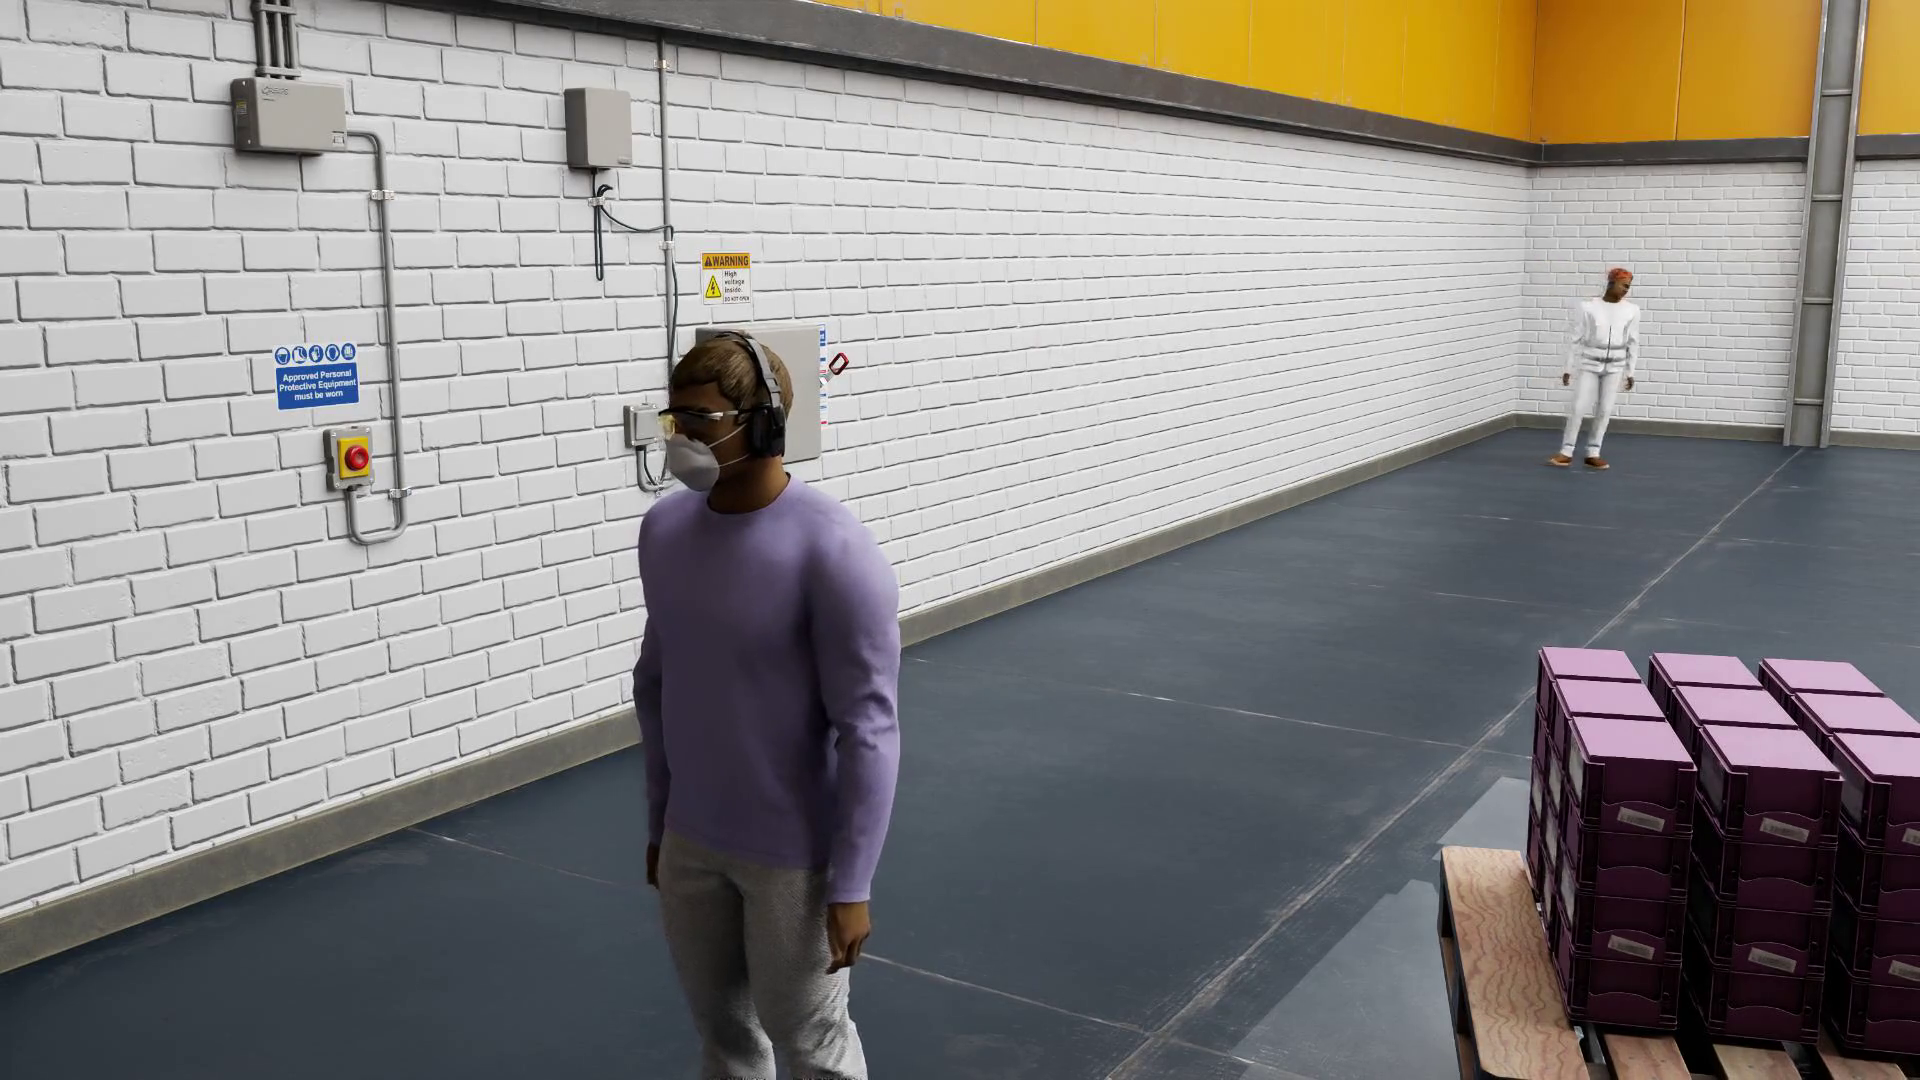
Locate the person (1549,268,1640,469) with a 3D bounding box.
[{"bbox_3d":[5.859,-1.562,15.279,0.690,1.853,0.344,1,10,7],"label":"person"}]

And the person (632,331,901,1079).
[{"bbox_3d":[-0.382,0.579,3.144,0.629,1.939,0.372,9,13,40],"label":"person"}]
